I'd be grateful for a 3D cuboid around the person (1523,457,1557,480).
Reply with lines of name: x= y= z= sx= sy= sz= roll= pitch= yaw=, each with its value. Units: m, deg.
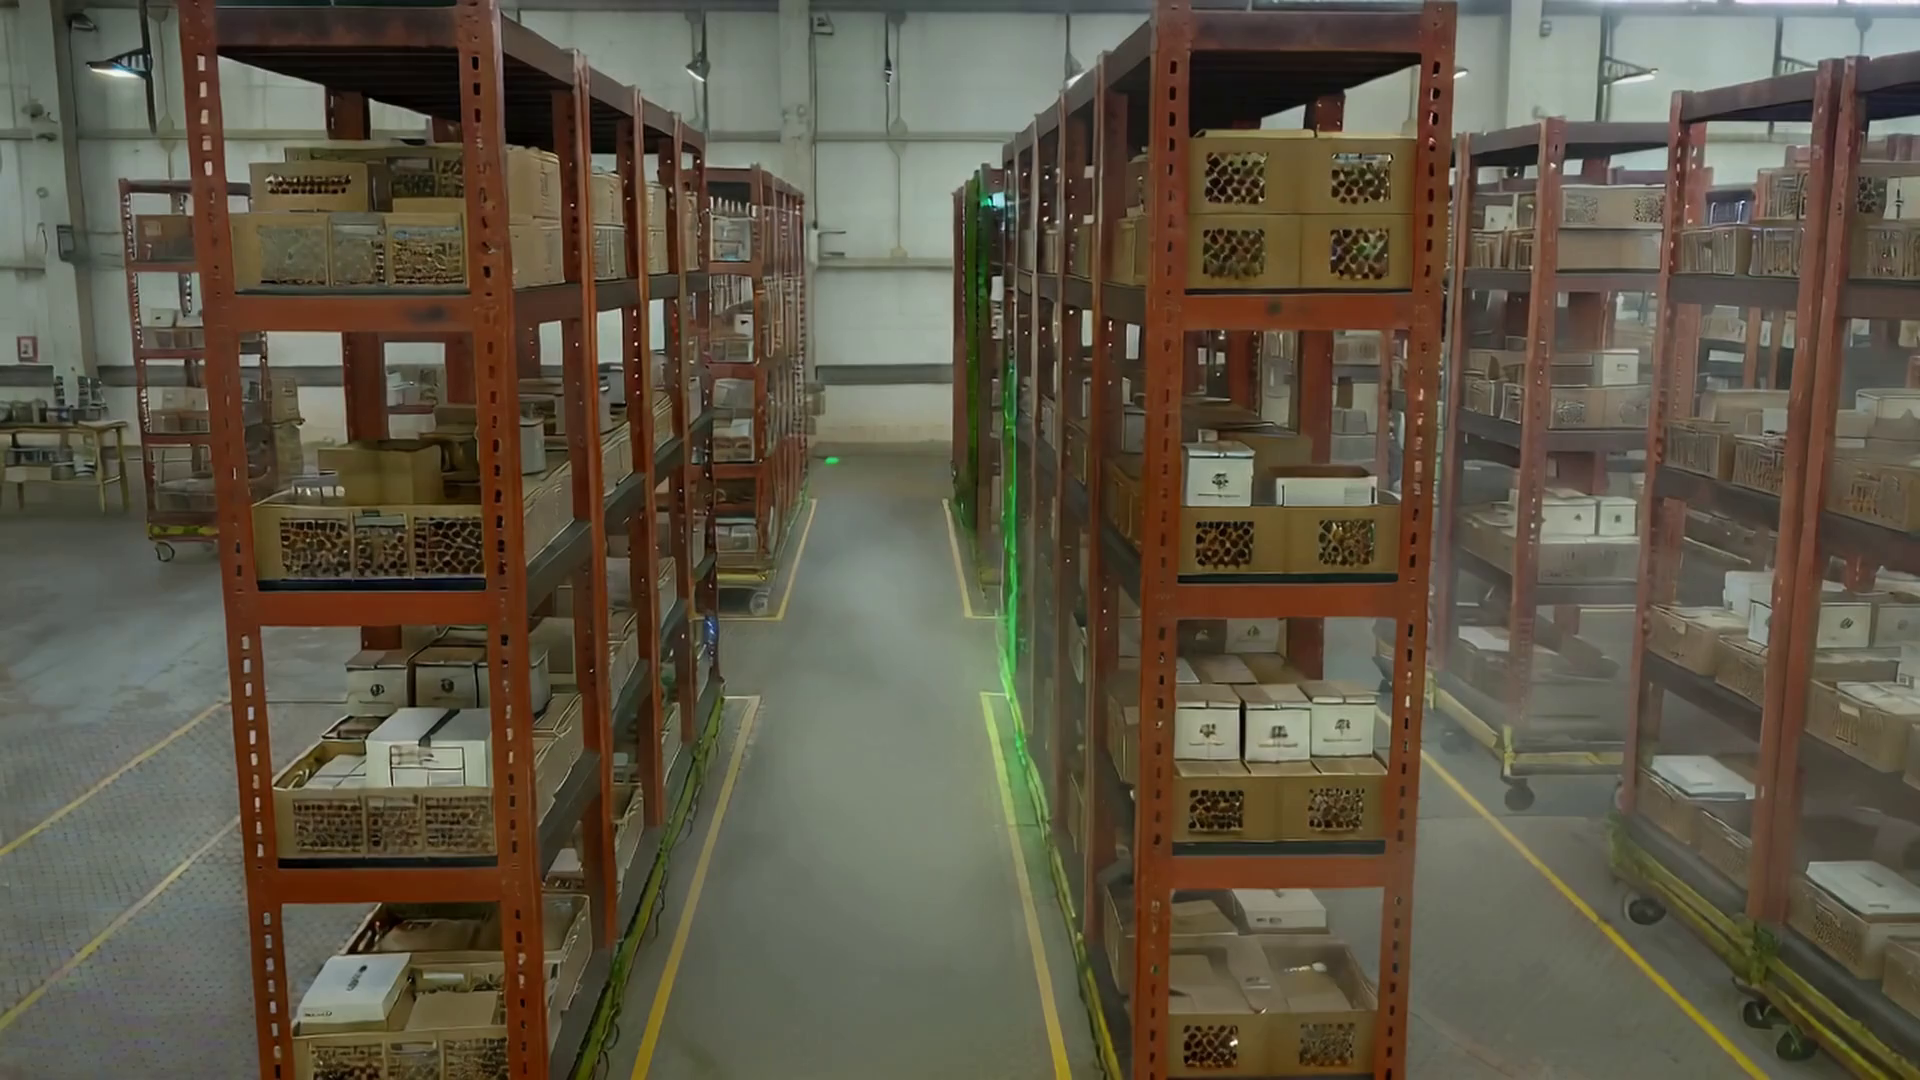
person: x=6.539 y=-1.184 z=18.573 sx=0.579 sy=1.817 sz=0.825 roll=-1 pitch=10 yaw=-8
